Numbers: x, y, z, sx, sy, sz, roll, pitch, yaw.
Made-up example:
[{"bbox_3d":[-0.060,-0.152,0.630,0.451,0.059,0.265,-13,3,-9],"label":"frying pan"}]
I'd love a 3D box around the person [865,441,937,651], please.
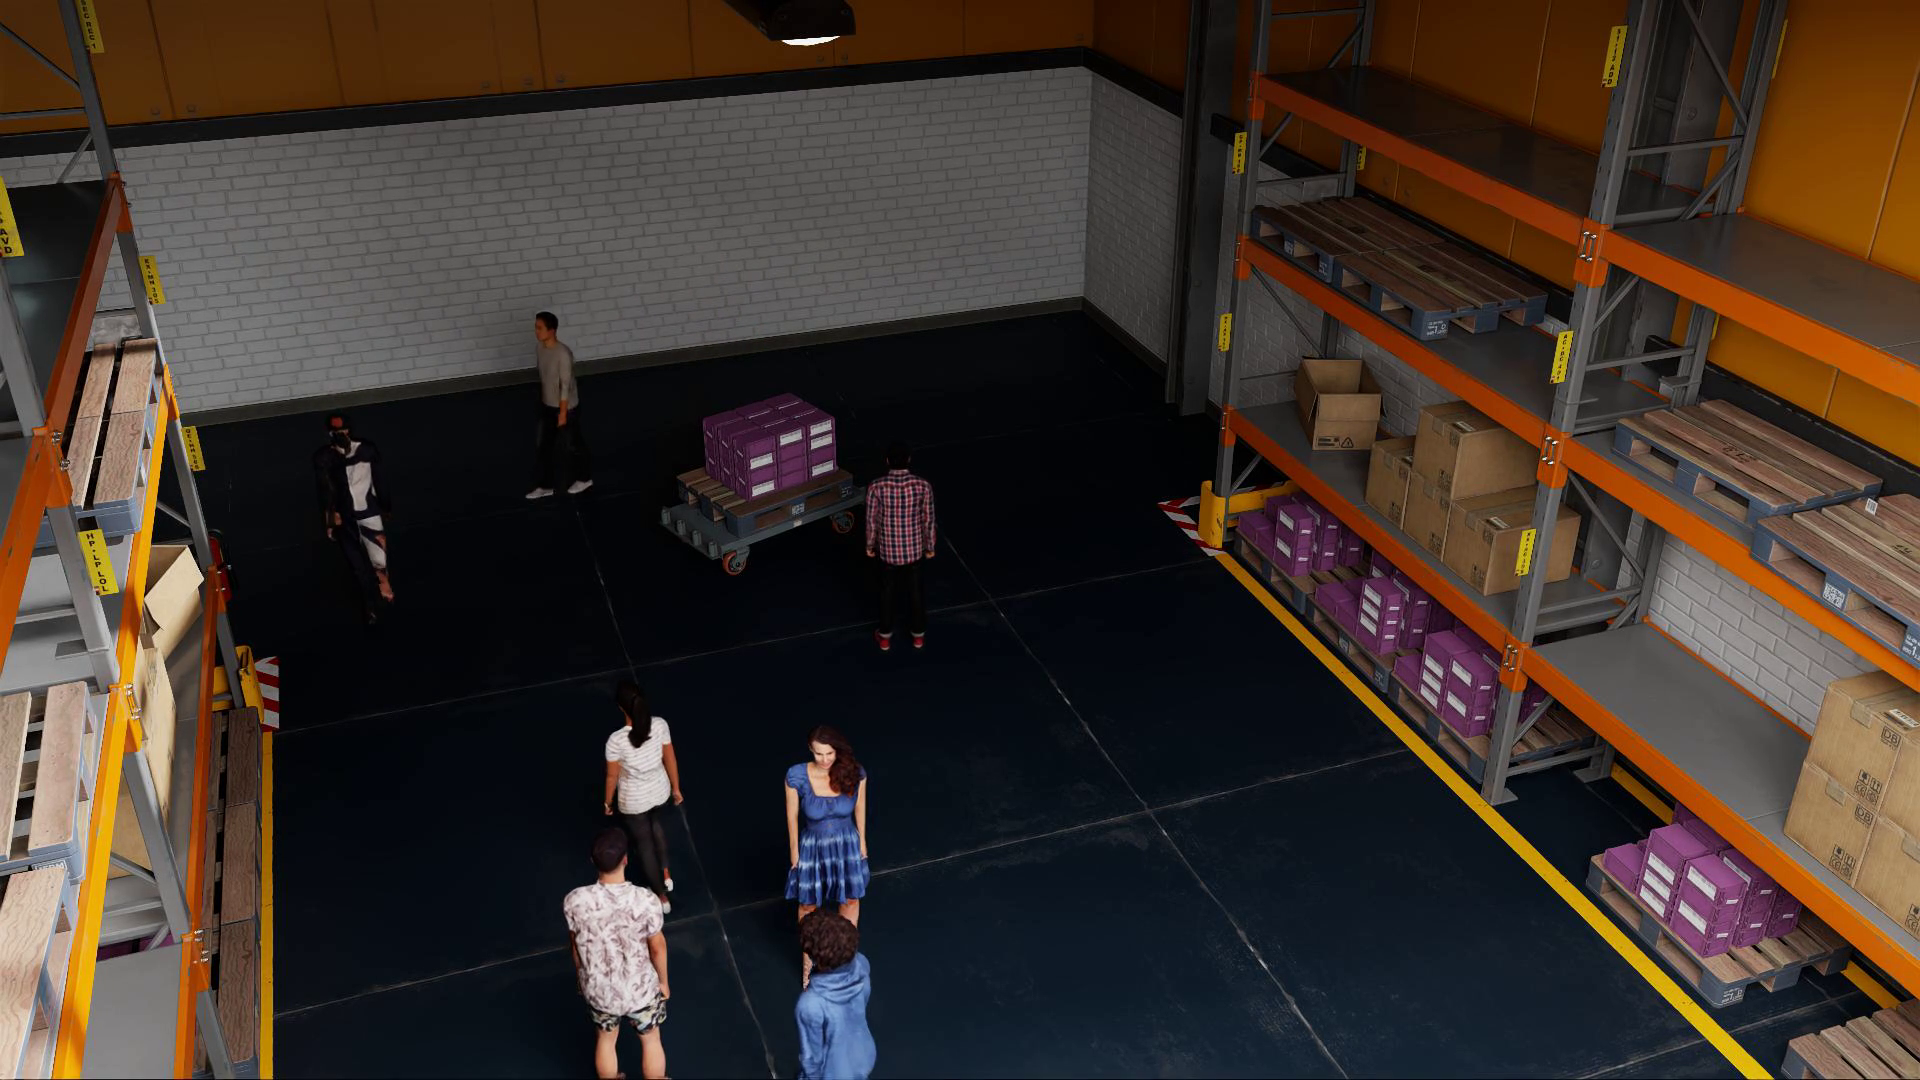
[{"bbox_3d":[-0.460,0.045,12.833,0.748,1.759,0.663,-4,29,-8],"label":"person"}]

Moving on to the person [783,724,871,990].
[{"bbox_3d":[-0.753,1.822,9.526,0.688,1.806,0.596,-7,29,-12],"label":"person"}]

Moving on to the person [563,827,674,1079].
[{"bbox_3d":[-1.772,2.282,8.675,0.727,1.813,0.687,0,29,0],"label":"person"}]

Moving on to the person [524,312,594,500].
[{"bbox_3d":[-3.568,-1.252,15.176,0.980,1.791,0.988,19,34,31],"label":"person"}]

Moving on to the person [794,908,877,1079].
[{"bbox_3d":[-0.564,2.569,8.161,0.834,1.801,0.814,22,36,35],"label":"person"}]

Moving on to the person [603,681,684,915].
[{"bbox_3d":[-1.875,1.614,10.095,0.689,1.626,0.714,-23,36,-35],"label":"person"}]

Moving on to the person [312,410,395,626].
[{"bbox_3d":[-4.823,-0.230,13.227,0.671,1.865,0.737,-10,30,-18],"label":"person"}]
